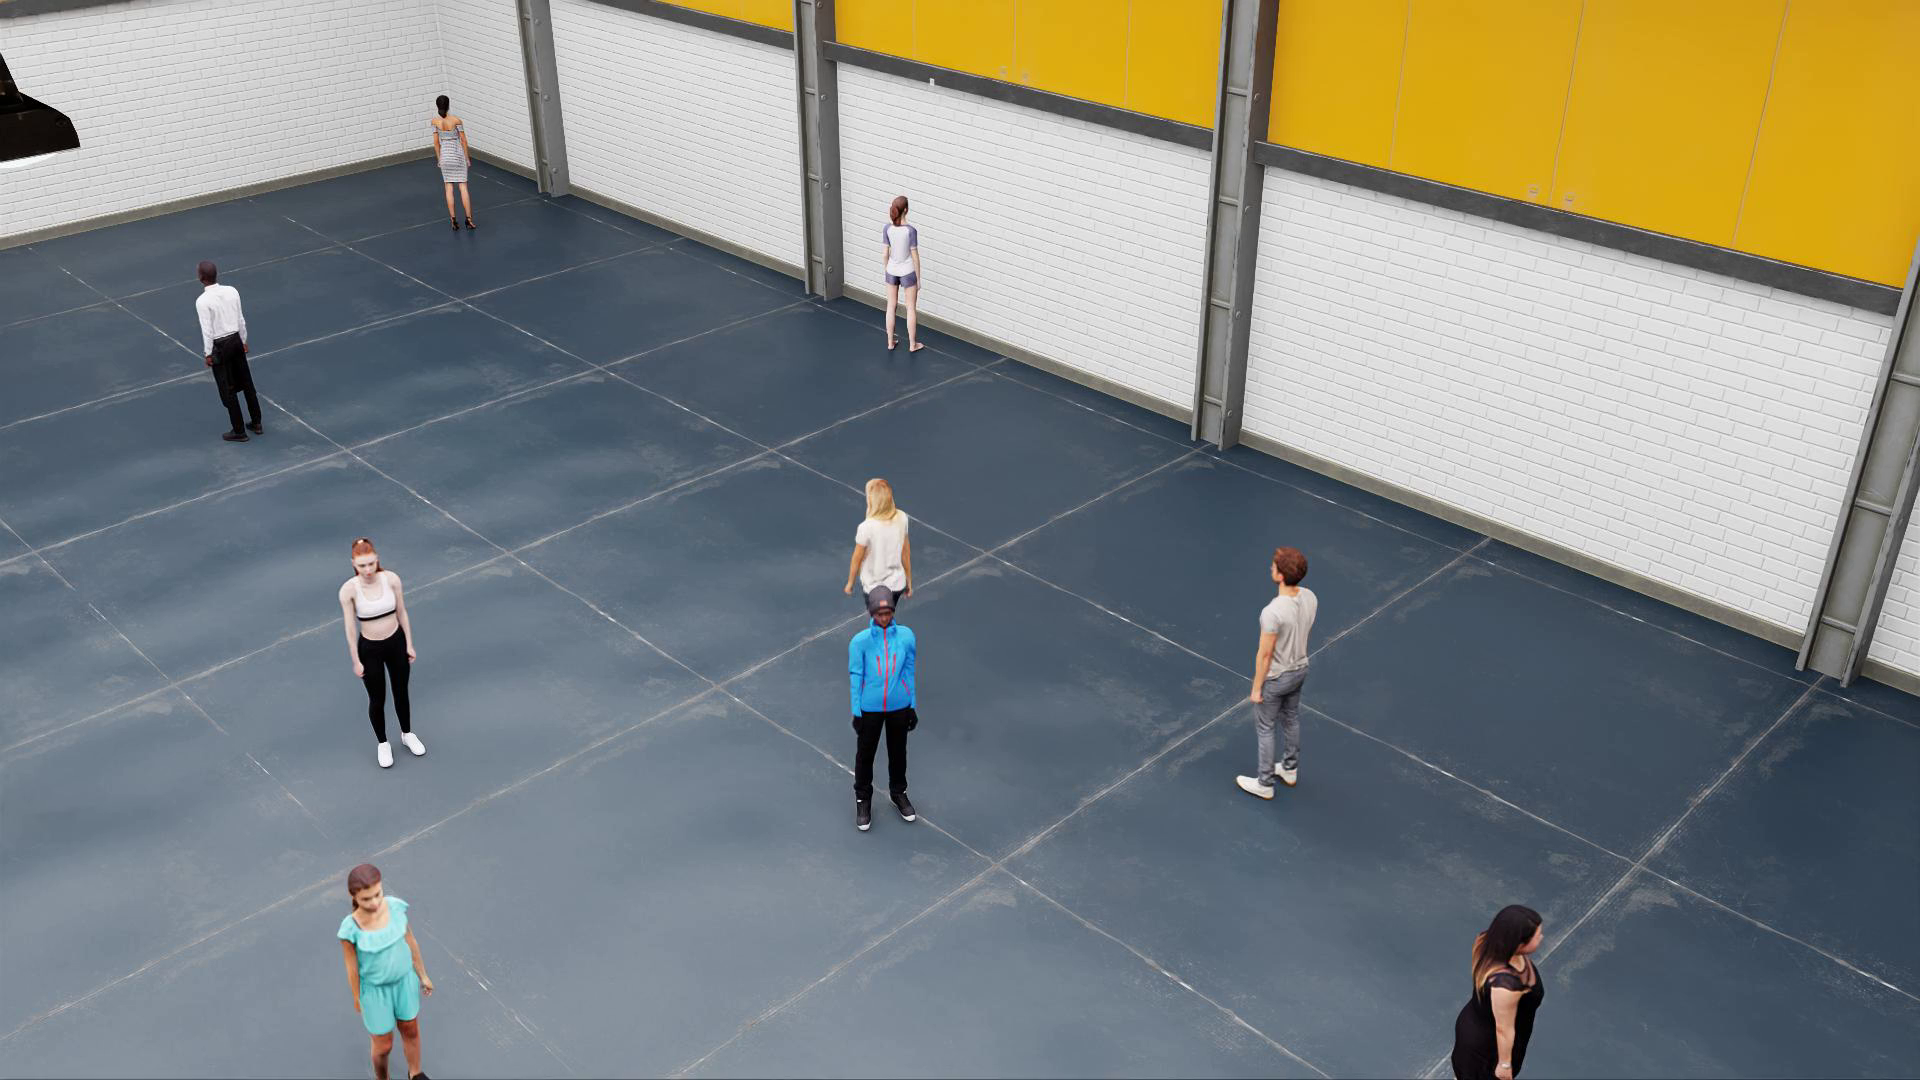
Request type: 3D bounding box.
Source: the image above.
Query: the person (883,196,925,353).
[{"bbox_3d":[-0.657,-2.969,18.538,0.618,1.766,0.724,9,30,16],"label":"person"}]

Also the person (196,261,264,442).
[{"bbox_3d":[-7.259,-1.876,16.461,0.632,1.836,0.701,14,32,24],"label":"person"}]

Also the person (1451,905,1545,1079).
[{"bbox_3d":[2.692,2.547,8.477,0.809,1.718,0.760,2,29,4],"label":"person"}]

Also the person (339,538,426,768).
[{"bbox_3d":[-4.062,0.777,11.695,0.618,1.742,0.553,-19,34,-31],"label":"person"}]

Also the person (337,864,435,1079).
[{"bbox_3d":[-3.109,2.363,8.980,0.577,1.558,0.541,25,37,38],"label":"person"}]

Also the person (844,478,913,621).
[{"bbox_3d":[-0.502,0.411,12.324,0.612,1.783,0.885,-22,36,-35],"label":"person"}]

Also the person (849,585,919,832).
[{"bbox_3d":[-0.511,1.092,11.065,0.694,1.793,0.697,-8,30,-14],"label":"person"}]

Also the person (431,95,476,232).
[{"bbox_3d":[-6.805,-5.063,22.318,0.677,1.822,0.734,0,29,-1],"label":"person"}]

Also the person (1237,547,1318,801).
[{"bbox_3d":[2.190,0.906,11.303,0.669,1.892,0.564,-22,36,-35],"label":"person"}]
